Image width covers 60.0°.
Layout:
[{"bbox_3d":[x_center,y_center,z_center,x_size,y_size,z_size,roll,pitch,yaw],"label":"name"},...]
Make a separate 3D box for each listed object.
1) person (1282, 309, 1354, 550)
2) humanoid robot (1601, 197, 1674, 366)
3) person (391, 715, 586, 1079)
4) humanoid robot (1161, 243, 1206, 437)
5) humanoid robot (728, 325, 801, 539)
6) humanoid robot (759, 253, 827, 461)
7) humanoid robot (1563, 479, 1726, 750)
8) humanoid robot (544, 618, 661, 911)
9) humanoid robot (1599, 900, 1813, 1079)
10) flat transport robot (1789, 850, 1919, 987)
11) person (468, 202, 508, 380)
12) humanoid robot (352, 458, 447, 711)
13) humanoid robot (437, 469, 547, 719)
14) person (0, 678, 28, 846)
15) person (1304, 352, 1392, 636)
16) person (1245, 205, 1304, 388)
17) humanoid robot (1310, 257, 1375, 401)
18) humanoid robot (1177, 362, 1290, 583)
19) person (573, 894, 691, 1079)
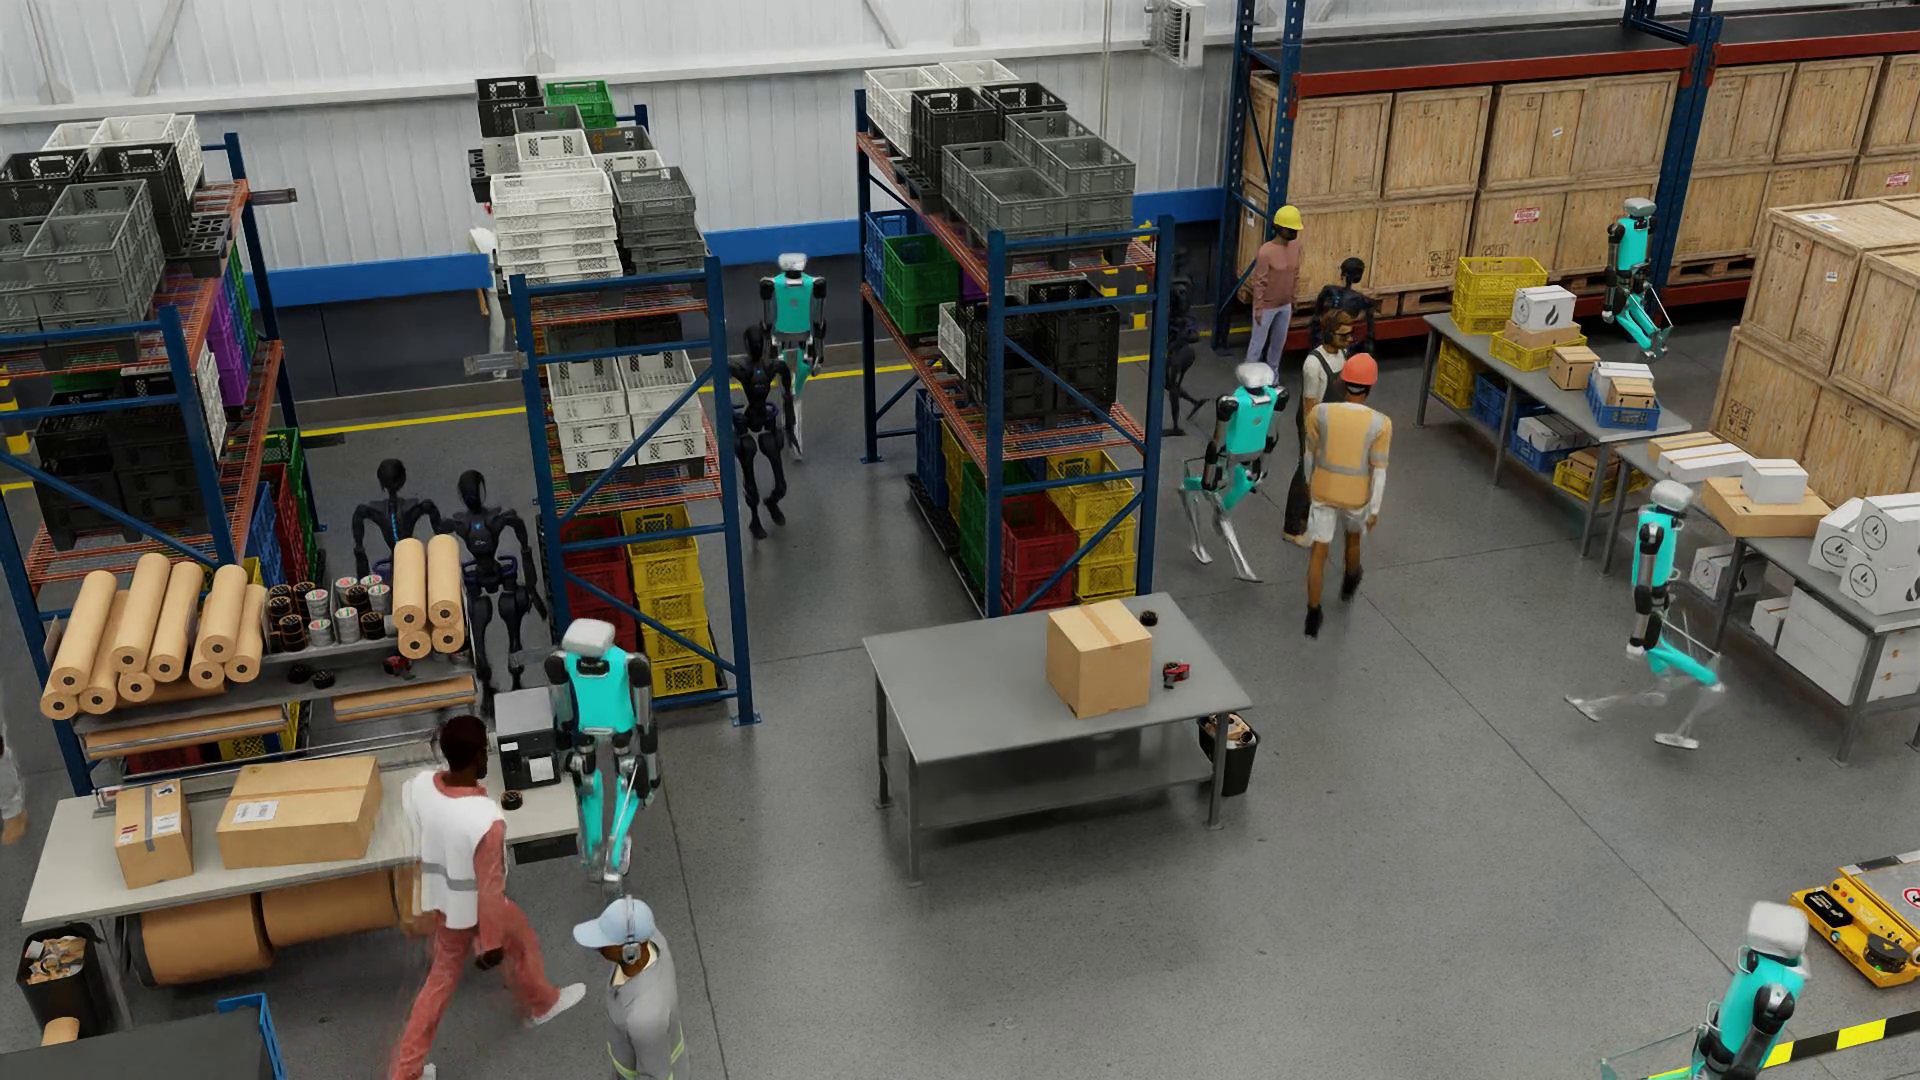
[{"bbox_3d":[2.601,-0.805,12.001,0.336,1.835,0.506,22,35,34],"label":"person"},{"bbox_3d":[5.842,-2.042,14.212,0.533,1.677,0.735,-17,33,-28],"label":"humanoid robot"},{"bbox_3d":[-2.259,1.649,7.520,0.605,1.858,1.029,20,35,32],"label":"person"},{"bbox_3d":[1.852,-1.629,13.665,0.446,1.647,0.593,-2,29,-3],"label":"humanoid robot"},{"bbox_3d":[-1.471,-0.780,12.114,0.600,1.644,0.335,-10,30,-18],"label":"humanoid robot"},{"bbox_3d":[-1.369,-1.568,13.548,0.559,1.753,1.072,-5,29,-9],"label":"humanoid robot"},{"bbox_3d":[4.176,0.501,9.728,1.032,1.736,0.558,16,33,27],"label":"humanoid robot"},{"bbox_3d":[-1.797,1.253,8.343,0.543,1.736,0.982,3,29,5],"label":"humanoid robot"},{"bbox_3d":[2.862,2.099,6.678,0.735,1.677,0.533,12,31,21],"label":"humanoid robot"},{"bbox_3d":[5.163,1.916,8.676,1.431,0.231,0.659,-8,30,-14],"label":"flat transport robot"},{"bbox_3d":[-3.953,-2.174,14.492,0.563,1.836,0.392,-21,35,-33],"label":"person"},{"bbox_3d":[-3.413,0.274,10.223,0.594,1.644,0.577,-7,29,-12],"label":"humanoid robot"},{"bbox_3d":[-2.826,0.334,10.090,0.584,1.655,0.337,-8,30,-14],"label":"humanoid robot"},{"bbox_3d":[-5.305,1.022,8.739,0.607,1.780,0.956,-11,31,-19],"label":"person"},{"bbox_3d":[2.561,-0.363,11.131,0.559,1.885,0.981,9,30,17],"label":"person"},{"bbox_3d":[2.723,-2.020,14.293,0.529,1.761,0.341,-19,34,-31],"label":"person"},{"bbox_3d":[3.023,-1.486,13.442,0.612,1.630,0.743,25,37,37],"label":"humanoid robot"},{"bbox_3d":[1.832,-0.517,11.557,0.531,1.708,0.972,-12,31,-21],"label":"humanoid robot"},{"bbox_3d":[-1.258,2.145,6.614,0.370,1.853,0.589,-7,30,-12],"label":"person"}]
